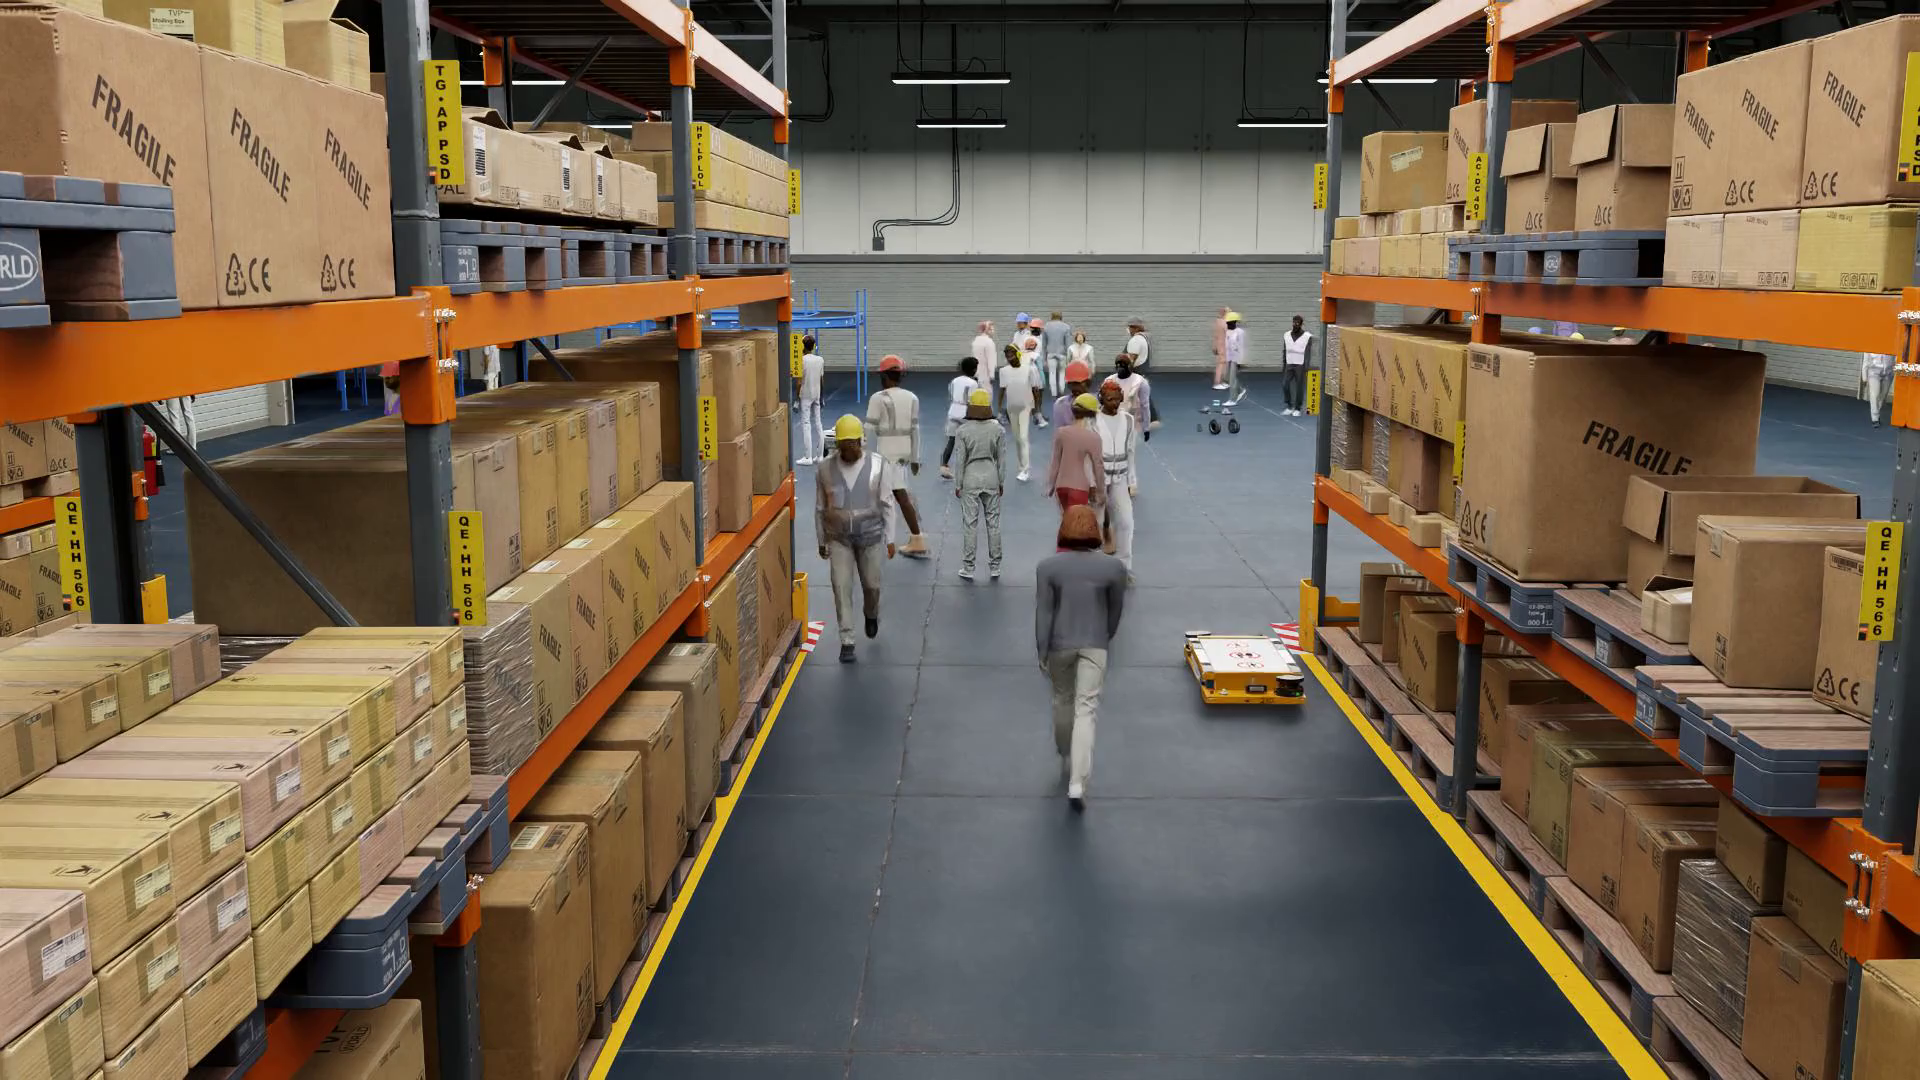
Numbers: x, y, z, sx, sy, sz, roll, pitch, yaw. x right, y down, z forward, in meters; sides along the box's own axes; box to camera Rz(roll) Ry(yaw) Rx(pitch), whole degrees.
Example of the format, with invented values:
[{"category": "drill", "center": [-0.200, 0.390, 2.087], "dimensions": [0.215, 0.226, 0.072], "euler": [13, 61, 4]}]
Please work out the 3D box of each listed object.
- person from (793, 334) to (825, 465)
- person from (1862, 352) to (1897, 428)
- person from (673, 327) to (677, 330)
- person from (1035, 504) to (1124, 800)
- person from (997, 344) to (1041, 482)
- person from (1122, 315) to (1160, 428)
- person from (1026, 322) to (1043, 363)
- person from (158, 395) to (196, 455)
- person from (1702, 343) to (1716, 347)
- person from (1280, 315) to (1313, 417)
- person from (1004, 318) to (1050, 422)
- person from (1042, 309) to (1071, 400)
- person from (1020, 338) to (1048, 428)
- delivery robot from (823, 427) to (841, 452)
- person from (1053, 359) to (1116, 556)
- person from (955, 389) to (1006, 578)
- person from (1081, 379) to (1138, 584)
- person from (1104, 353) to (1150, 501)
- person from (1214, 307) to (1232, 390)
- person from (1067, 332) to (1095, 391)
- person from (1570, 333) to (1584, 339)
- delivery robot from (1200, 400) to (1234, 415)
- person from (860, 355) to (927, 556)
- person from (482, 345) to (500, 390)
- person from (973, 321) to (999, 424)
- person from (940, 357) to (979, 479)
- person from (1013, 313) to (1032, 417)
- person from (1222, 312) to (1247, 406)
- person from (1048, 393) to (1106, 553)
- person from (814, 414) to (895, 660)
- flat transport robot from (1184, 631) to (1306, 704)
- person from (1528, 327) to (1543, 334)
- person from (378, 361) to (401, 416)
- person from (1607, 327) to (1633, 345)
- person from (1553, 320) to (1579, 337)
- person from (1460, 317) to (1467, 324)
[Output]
[{"category": "person", "center": [-2.183, -2.025, 23.985], "dimensions": [0.513, 1.872, 0.331], "euler": [-8, 12, -40]}, {"category": "person", "center": [16.399, -2.934, 29.633], "dimensions": [0.584, 1.804, 0.868], "euler": [2, 10, 14]}, {"category": "person", "center": [-4.564, -2.641, 27.454], "dimensions": [0.642, 1.937, 1.008], "euler": [-6, 11, -31]}, {"category": "person", "center": [0.653, 0.597, 9.168], "dimensions": [0.474, 1.576, 0.936], "euler": [2, 10, 10]}, {"category": "person", "center": [0.759, -1.684, 22.097], "dimensions": [0.554, 1.819, 0.867], "euler": [3, 10, 18]}, {"category": "person", "center": [3.078, -2.969, 29.257], "dimensions": [1.021, 2.000, 0.696], "euler": [2, 10, 12]}, {"category": "person", "center": [1.540, -3.858, 35.684], "dimensions": [0.529, 1.617, 0.342], "euler": [-9, 13, -44]}, {"category": "person", "center": [-11.901, -2.261, 25.242], "dimensions": [0.383, 1.923, 0.589], "euler": [7, 12, 38]}, {"category": "person", "center": [9.810, -1.664, 21.891], "dimensions": [0.565, 1.845, 0.387], "euler": [1, 10, 4]}, {"category": "person", "center": [6.305, -3.275, 31.353], "dimensions": [0.607, 1.899, 0.646], "euler": [7, 12, 36]}, {"category": "person", "center": [1.221, -3.069, 30.170], "dimensions": [0.876, 1.900, 0.594], "euler": [-6, 11, -32]}, {"category": "person", "center": [2.043, -3.932, 35.261], "dimensions": [0.627, 1.916, 0.518], "euler": [1, 10, 9]}, {"category": "person", "center": [1.230, -2.716, 28.983], "dimensions": [0.870, 1.589, 0.570], "euler": [-7, 12, -37]}, {"category": "delivery robot", "center": [-1.755, -1.568, 25.024], "dimensions": [0.477, 0.478, 0.707], "euler": [5, 11, 28]}, {"category": "person", "center": [1.234, -0.758, 16.044], "dimensions": [0.638, 2.005, 0.920], "euler": [4, 10, 21]}, {"category": "person", "center": [0.181, -0.525, 15.378], "dimensions": [0.487, 1.744, 0.294], "euler": [-2, 10, -13]}, {"category": "person", "center": [1.368, -0.510, 14.955], "dimensions": [0.567, 1.860, 0.706], "euler": [-4, 10, -20]}, {"category": "person", "center": [1.974, -1.385, 20.385], "dimensions": [0.646, 1.791, 0.983], "euler": [7, 12, 35]}, {"category": "person", "center": [6.134, -4.393, 38.129], "dimensions": [0.723, 1.880, 0.674], "euler": [-2, 10, -9]}, {"category": "person", "center": [2.311, -3.188, 31.820], "dimensions": [0.539, 1.582, 0.883], "euler": [1, 10, 5]}, {"category": "person", "center": [9.959, -2.467, 26.942], "dimensions": [0.525, 1.769, 0.327], "euler": [-9, 13, -43]}, {"category": "delivery robot", "center": [4.399, -2.276, 28.493], "dimensions": [0.335, 0.223, 0.698], "euler": [-5, 11, -30]}, {"category": "person", "center": [-0.736, -0.857, 16.660], "dimensions": [1.101, 1.968, 0.636], "euler": [7, 12, 36]}, {"category": "person", "center": [-8.423, -2.995, 29.834], "dimensions": [0.318, 1.865, 0.519], "euler": [1, 10, 7]}, {"category": "person", "center": [0.391, -2.965, 29.598], "dimensions": [0.786, 1.879, 0.656], "euler": [-4, 10, -21]}, {"category": "person", "center": [0.021, -1.638, 22.356], "dimensions": [0.849, 1.645, 0.544], "euler": [-9, 13, -43]}, {"category": "person", "center": [1.184, -3.316, 31.473], "dimensions": [0.377, 1.950, 0.611], "euler": [-6, 11, -34]}, {"category": "person", "center": [5.581, -3.674, 33.752], "dimensions": [0.519, 1.912, 0.586], "euler": [-4, 10, -21]}, {"category": "person", "center": [1.112, -0.463, 15.048], "dimensions": [0.839, 1.725, 0.527], "euler": [-8, 13, -41]}, {"category": "person", "center": [-0.781, -0.056, 12.383], "dimensions": [0.605, 1.808, 0.719], "euler": [0, 9, 1]}, {"category": "flat transport robot", "center": [1.953, 0.872, 11.537], "dimensions": [0.652, 0.197, 1.431], "euler": [0, 9, 2]}, {"category": "person", "center": [8.813, -2.297, 25.456], "dimensions": [0.655, 1.924, 0.558], "euler": [0, 9, 0]}, {"category": "person", "center": [-5.774, -0.928, 17.247], "dimensions": [0.542, 1.925, 0.465], "euler": [8, 12, 38]}, {"category": "person", "center": [12.826, -3.380, 32.460], "dimensions": [0.516, 1.747, 0.546], "euler": [-8, 12, -40]}, {"category": "person", "center": [15.430, -5.106, 42.330], "dimensions": [0.640, 1.909, 0.409], "euler": [8, 12, 39]}, {"category": "person", "center": [9.974, -3.535, 33.156], "dimensions": [0.562, 1.826, 0.524], "euler": [-6, 11, -34]}]
